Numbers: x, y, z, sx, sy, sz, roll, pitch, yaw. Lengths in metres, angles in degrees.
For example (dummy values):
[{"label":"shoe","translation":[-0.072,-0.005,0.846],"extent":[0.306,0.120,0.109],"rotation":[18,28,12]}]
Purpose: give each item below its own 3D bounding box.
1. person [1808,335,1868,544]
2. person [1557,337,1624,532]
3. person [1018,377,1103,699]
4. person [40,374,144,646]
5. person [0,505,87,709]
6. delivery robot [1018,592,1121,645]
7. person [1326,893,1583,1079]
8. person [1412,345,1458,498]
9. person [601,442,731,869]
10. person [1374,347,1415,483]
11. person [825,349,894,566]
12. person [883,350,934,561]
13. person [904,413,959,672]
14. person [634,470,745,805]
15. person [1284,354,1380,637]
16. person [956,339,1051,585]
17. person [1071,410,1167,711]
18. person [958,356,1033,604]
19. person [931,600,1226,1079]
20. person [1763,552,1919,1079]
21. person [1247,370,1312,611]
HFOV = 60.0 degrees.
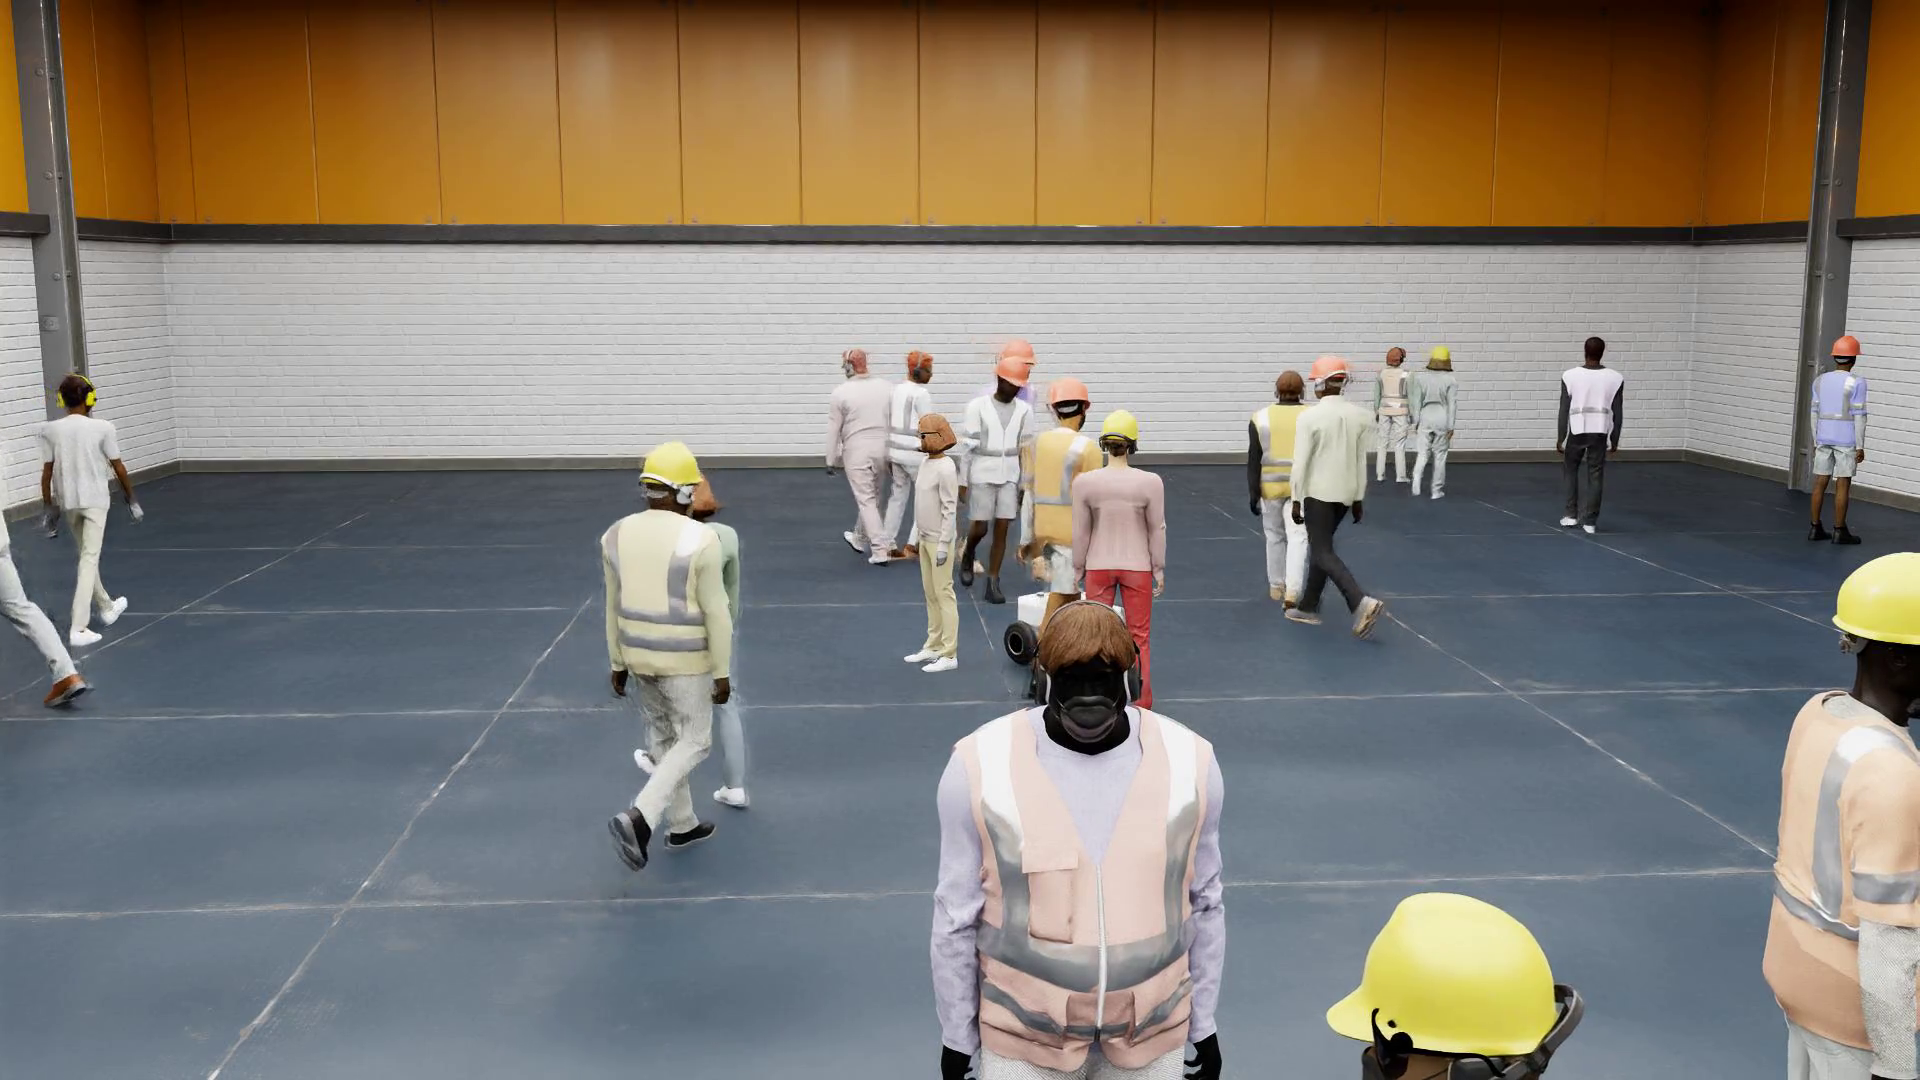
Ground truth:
[{"label":"person","translation":[8.195,-0.929,15.501],"extent":[0.346,1.942,0.546],"rotation":[-4,10,-25]},{"label":"person","translation":[6.178,-1.042,16.360],"extent":[0.620,1.890,0.729],"rotation":[2,9,10]},{"label":"person","translation":[0.717,-0.022,9.982],"extent":[0.927,1.879,0.602],"rotation":[-7,11,-36]},{"label":"person","translation":[-5.987,-0.229,11.503],"extent":[0.539,1.819,0.976],"rotation":[0,9,3]},{"label":"person","translation":[-5.525,0.072,9.436],"extent":[1.019,1.886,0.714],"rotation":[-1,9,-6]},{"label":"delivery robot","translation":[0.698,0.494,10.616],"extent":[0.477,0.478,0.707],"rotation":[-8,12,-39]},{"label":"person","translation":[0.598,1.296,2.084],"extent":[0.319,1.767,0.534],"rotation":[0,9,3]},{"label":"person","translation":[5.270,-1.303,18.500],"extent":[0.499,1.727,0.574],"rotation":[6,11,35]},{"label":"person","translation":[-1.255,0.495,6.995],"extent":[0.598,1.808,0.690],"rotation":[5,10,26]},{"label":"person","translation":[5.226,-1.500,20.034],"extent":[0.514,1.641,0.307],"rotation":[7,11,36]},{"label":"person","translation":[-0.886,-0.731,14.526],"extent":[0.666,1.851,1.000],"rotation":[-6,11,-31]},{"label":"person","translation":[-0.432,-0.713,14.405],"extent":[0.501,1.858,0.600],"rotation":[-5,10,-29]},{"label":"person","translation":[-0.166,0.013,10.550],"extent":[0.285,1.633,0.497],"rotation":[-4,10,-21]},{"label":"person","translation":[-1.280,0.443,7.982],"extent":[0.524,1.579,0.869],"rotation":[-7,12,-38]},{"label":"person","translation":[2.620,-0.314,11.614],"extent":[0.614,1.962,0.926],"rotation":[-5,10,-29]},{"label":"person","translation":[0.366,-0.657,13.662],"extent":[0.616,1.996,1.075],"rotation":[-8,12,-42]},{"label":"person","translation":[0.871,0.171,9.145],"extent":[0.523,1.769,0.316],"rotation":[2,9,11]},{"label":"person","translation":[0.243,-0.474,12.789],"extent":[0.624,1.893,0.655],"rotation":[-3,10,-21]},{"label":"person","translation":[0.258,1.029,3.520],"extent":[0.634,1.841,0.429],"rotation":[-1,9,-6]},{"label":"person","translation":[1.935,0.977,3.576],"extent":[0.368,1.928,0.585],"rotation":[2,9,12]},{"label":"person","translation":[2.473,-0.374,12.499],"extent":[0.628,1.809,0.955],"rotation":[2,9,13]}]
